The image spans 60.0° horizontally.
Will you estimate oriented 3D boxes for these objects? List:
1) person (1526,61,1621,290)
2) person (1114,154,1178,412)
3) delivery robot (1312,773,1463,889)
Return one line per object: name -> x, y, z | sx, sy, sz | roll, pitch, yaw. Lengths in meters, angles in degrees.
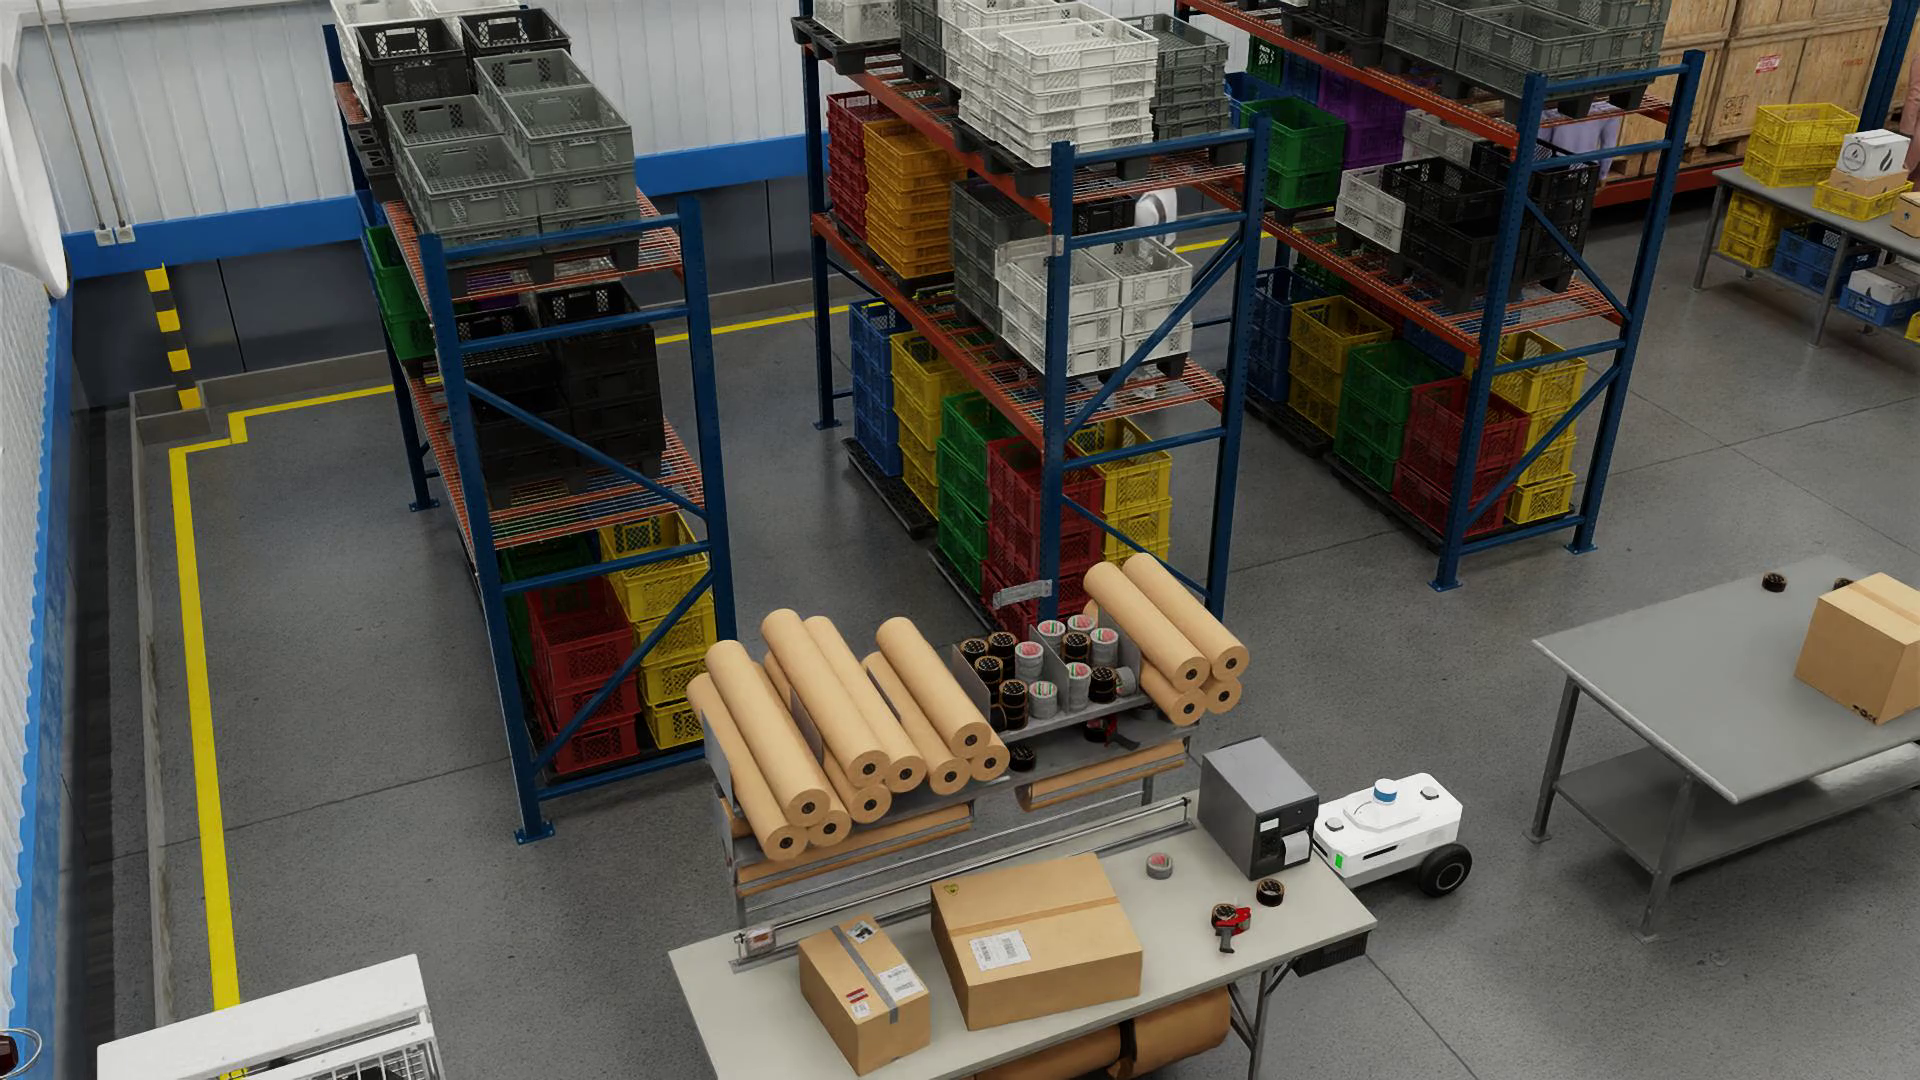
person -> 4.779, -2.895, 13.068 | 0.632, 1.940, 0.372 | 9, 33, 15
person -> 1.290, -1.791, 11.340 | 0.345, 1.876, 0.581 | 12, 34, 19
delivery robot -> 1.888, 1.293, 7.490 | 0.707, 0.478, 0.477 | -13, 34, -20
